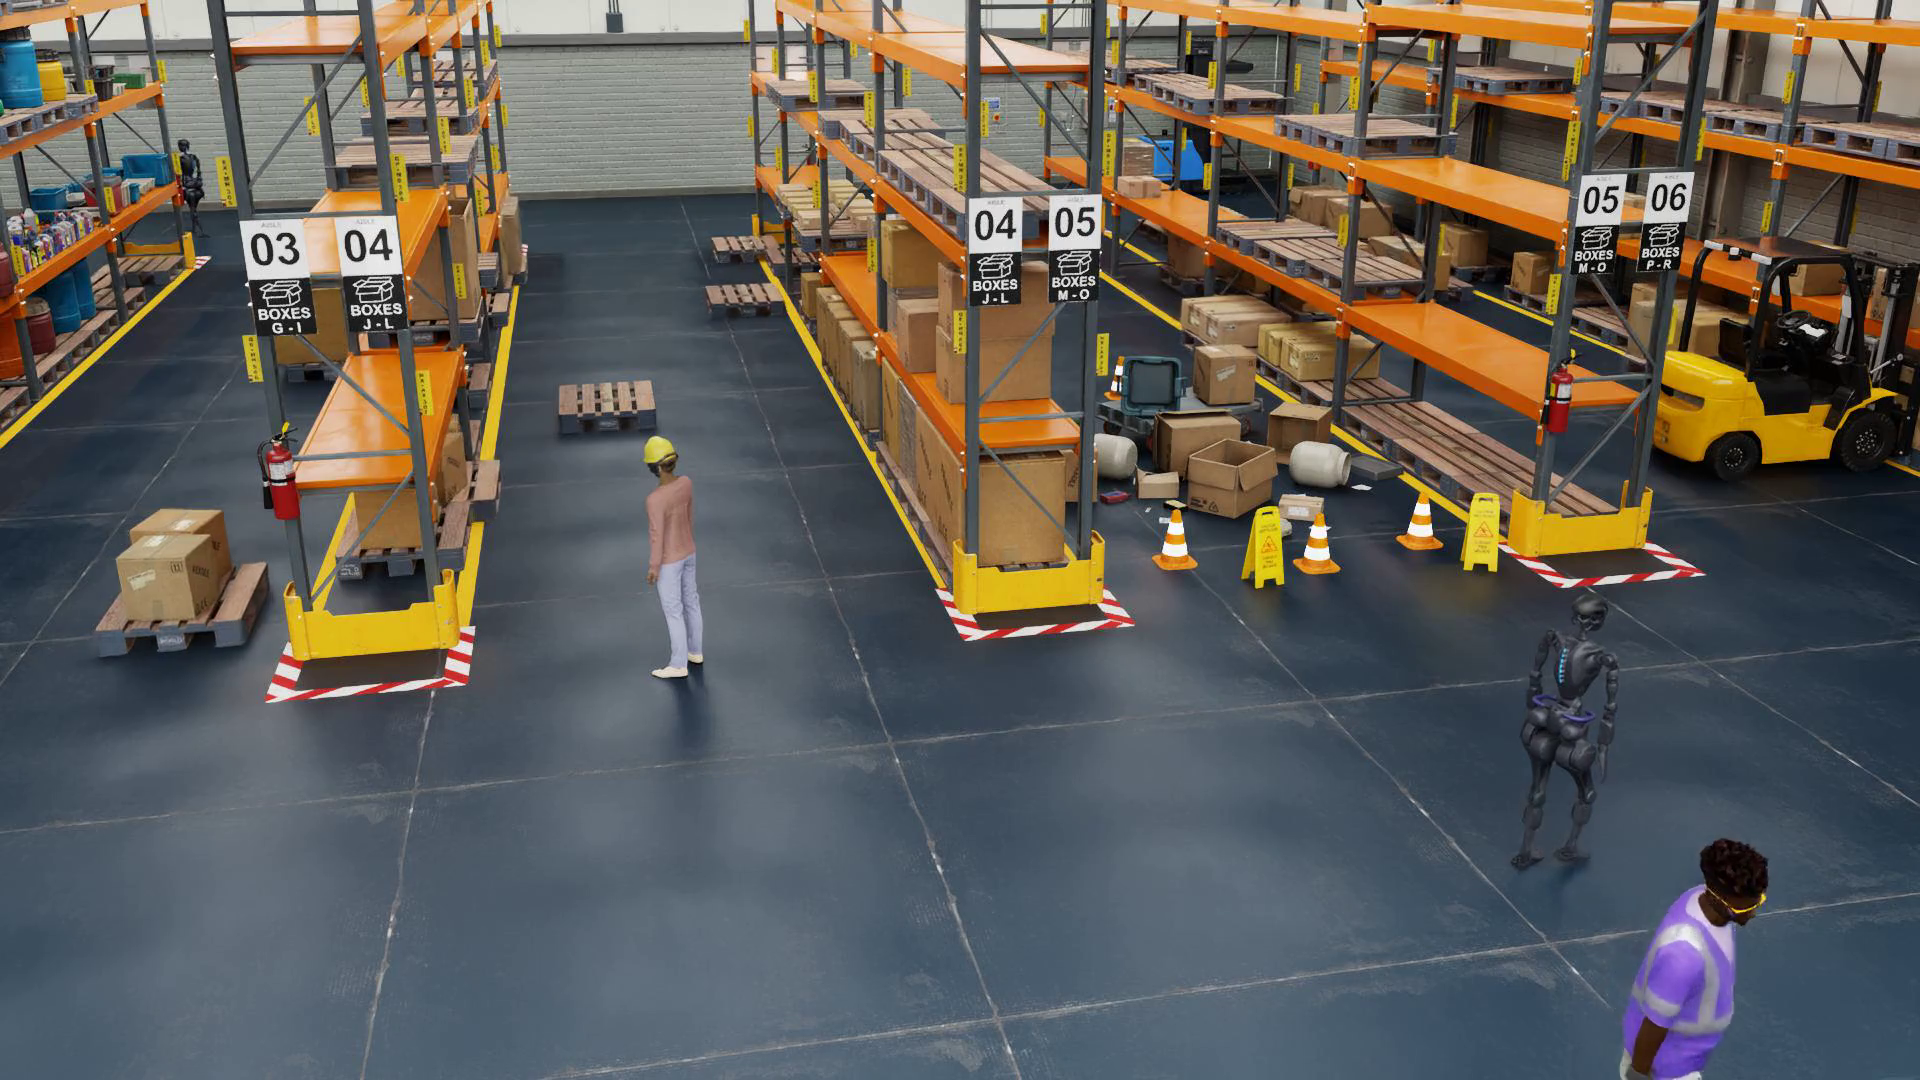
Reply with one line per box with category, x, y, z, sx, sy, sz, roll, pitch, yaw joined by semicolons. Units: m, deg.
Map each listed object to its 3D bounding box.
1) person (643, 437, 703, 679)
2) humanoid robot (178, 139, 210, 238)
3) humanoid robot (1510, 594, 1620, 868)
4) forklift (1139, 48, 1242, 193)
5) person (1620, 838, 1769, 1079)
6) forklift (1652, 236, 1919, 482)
person;-2.045;0.124;11.728;0.324;1.760;0.522;8;22;21
humanoid robot;-13.172;-5.993;28.345;0.674;1.636;0.596;7;22;19
humanoid robot;3.365;1.073;9.306;0.428;1.642;0.589;-14;25;-33
forklift;4.566;-8.313;32.860;1.873;2.768;1.129;-4;21;-12
person;2.813;1.975;6.524;0.684;1.917;0.665;11;23;28
forklift;8.013;-1.814;16.330;2.313;2.155;1.214;-4;21;-12
